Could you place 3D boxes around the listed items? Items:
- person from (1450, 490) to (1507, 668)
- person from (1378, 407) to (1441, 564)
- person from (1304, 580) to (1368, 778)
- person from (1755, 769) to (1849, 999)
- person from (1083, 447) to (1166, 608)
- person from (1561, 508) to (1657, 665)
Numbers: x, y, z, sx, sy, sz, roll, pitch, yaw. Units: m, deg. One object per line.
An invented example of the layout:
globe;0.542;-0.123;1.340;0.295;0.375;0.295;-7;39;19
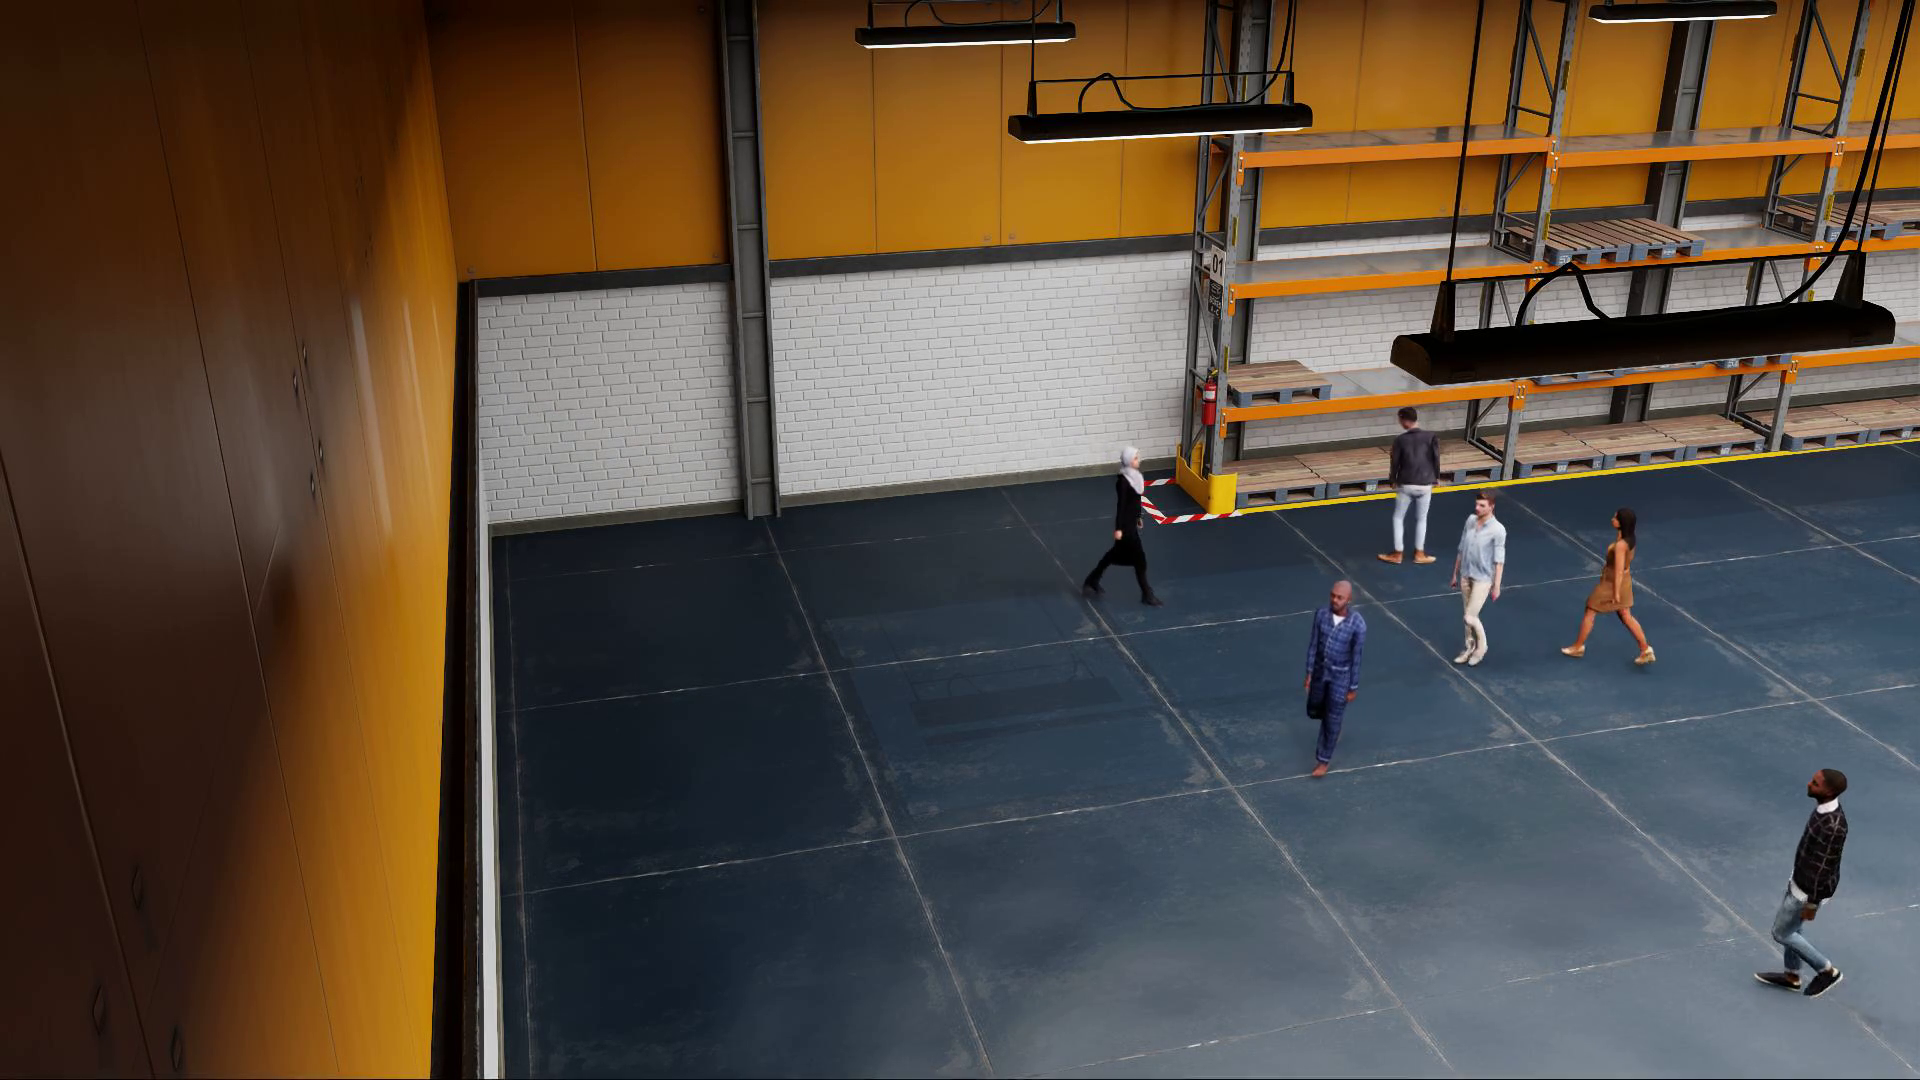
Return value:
person;5.121;0.359;16.241;0.701;1.838;0.715;-12;26;-25
person;5.101;-0.582;18.444;0.669;1.798;0.921;8;25;18
person;3.279;1.147;14.486;0.984;1.800;1.091;18;29;36
person;6.009;2.425;11.553;0.939;1.806;0.882;9;25;19
person;1.676;-0.137;17.504;1.209;1.735;1.061;10;25;21
person;6.457;0.490;16.175;1.086;1.651;1.054;14;27;29
